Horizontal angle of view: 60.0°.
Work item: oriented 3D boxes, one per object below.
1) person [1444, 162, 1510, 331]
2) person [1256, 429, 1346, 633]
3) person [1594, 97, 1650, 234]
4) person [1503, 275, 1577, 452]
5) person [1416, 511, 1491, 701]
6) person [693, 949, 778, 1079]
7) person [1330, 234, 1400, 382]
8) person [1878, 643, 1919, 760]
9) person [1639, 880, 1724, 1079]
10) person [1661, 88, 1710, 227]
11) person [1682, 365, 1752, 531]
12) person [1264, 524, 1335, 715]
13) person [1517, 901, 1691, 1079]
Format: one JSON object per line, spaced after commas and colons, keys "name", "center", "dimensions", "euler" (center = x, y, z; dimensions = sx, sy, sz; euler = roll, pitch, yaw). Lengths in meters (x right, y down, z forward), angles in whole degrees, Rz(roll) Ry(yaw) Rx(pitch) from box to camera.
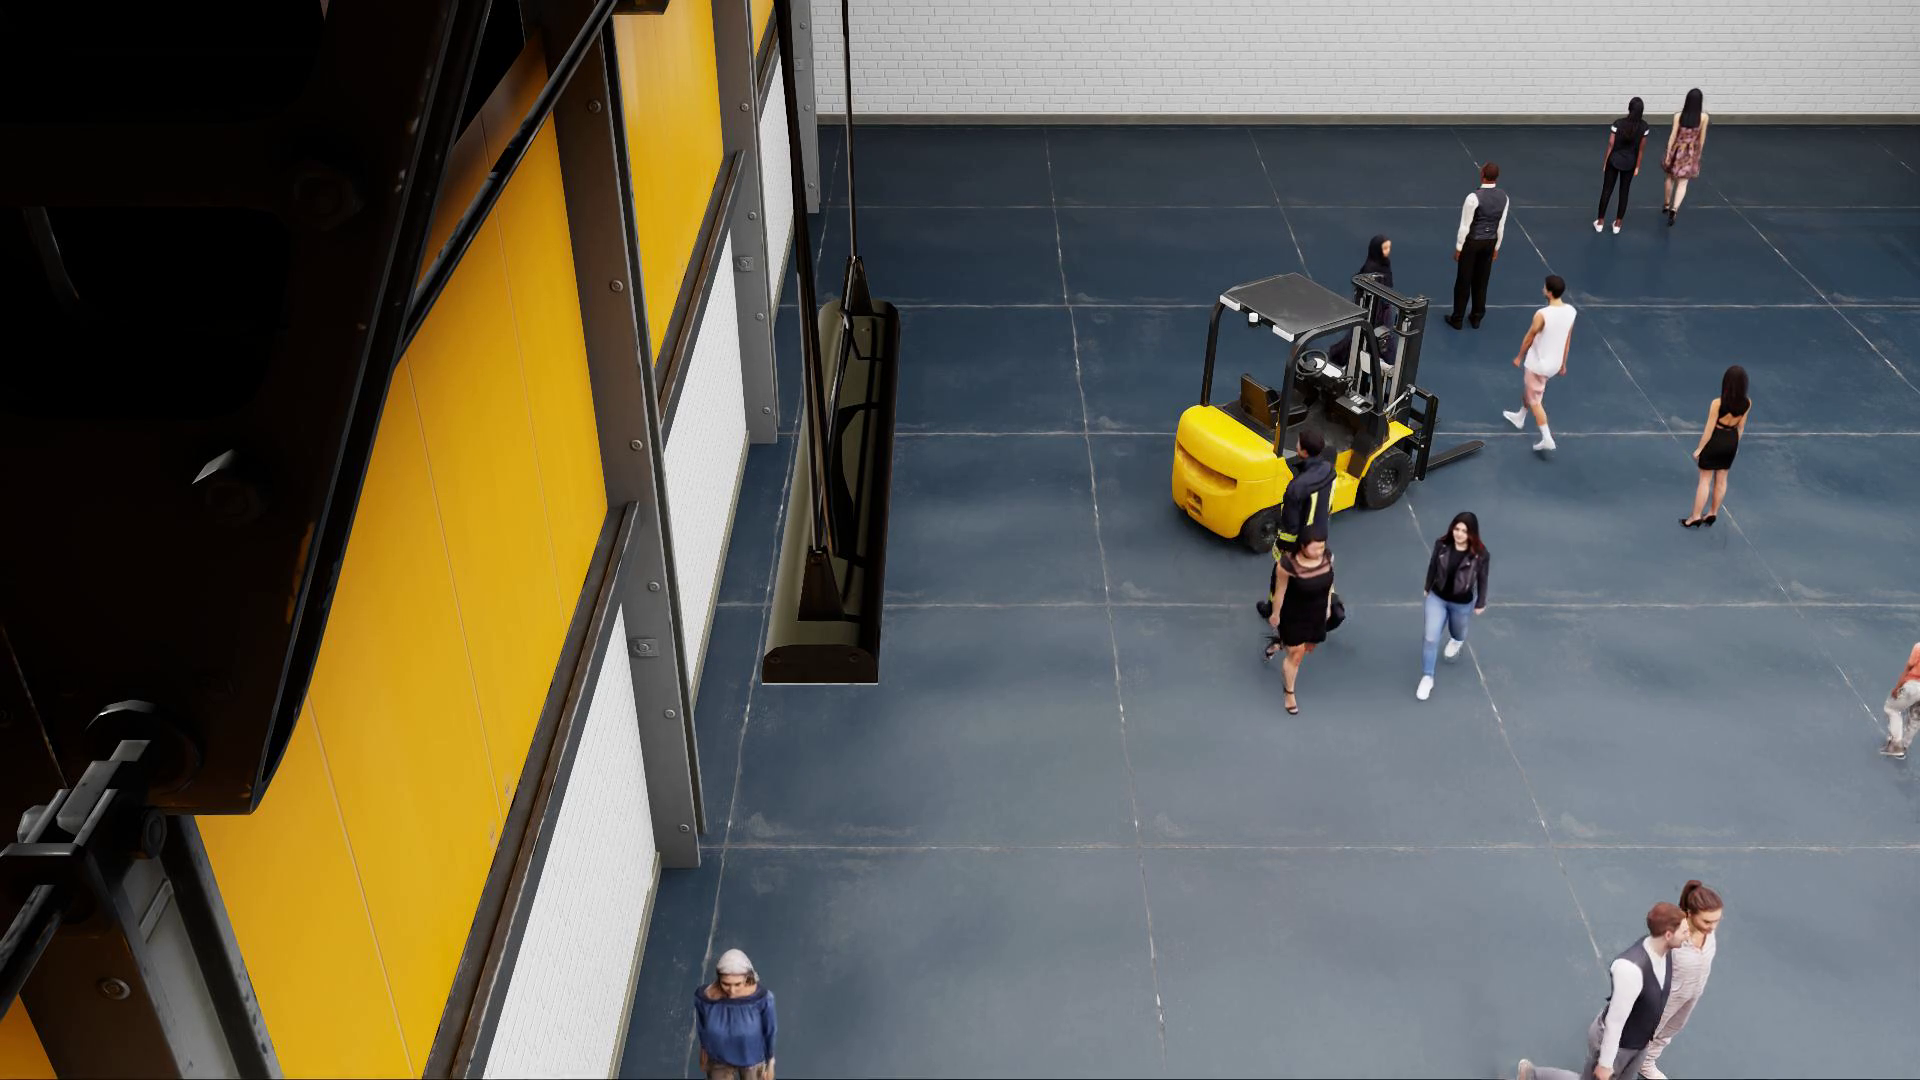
{"name": "person", "center": [5.801, -3.289, 18.614], "dimensions": [0.724, 1.916, 0.640], "euler": [-6, 34, -9]}
{"name": "person", "center": [2.899, -0.022, 13.707], "dimensions": [1.227, 1.908, 1.169], "euler": [28, 43, 35]}
{"name": "person", "center": [8.335, -4.728, 20.949], "dimensions": [0.632, 1.729, 0.600], "euler": [6, 34, 9]}
{"name": "person", "center": [5.776, -1.693, 16.369], "dimensions": [0.945, 1.743, 1.215], "euler": [-15, 36, -21]}
{"name": "person", "center": [3.939, 0.454, 13.267], "dimensions": [0.966, 1.602, 1.164], "euler": [17, 37, 24]}
{"name": "person", "center": [-1.261, 2.890, 9.521], "dimensions": [0.616, 1.690, 0.615], "euler": [1, 34, 1]}
{"name": "person", "center": [4.346, -2.503, 17.707], "dimensions": [1.015, 1.611, 1.141], "euler": [-23, 40, -30]}
{"name": "person", "center": [7.236, 1.138, 12.506], "dimensions": [0.508, 1.305, 0.585], "euler": [3, 34, 4]}
{"name": "person", "center": [4.195, 2.653, 9.878], "dimensions": [0.722, 1.691, 0.713], "euler": [-15, 36, -21]}
{"name": "person", "center": [9.149, -4.797, 21.038], "dimensions": [0.934, 1.744, 1.220], "euler": [14, 36, 20]}
{"name": "person", "center": [6.920, -0.829, 15.156], "dimensions": [0.585, 1.648, 0.530], "euler": [-5, 34, -7]}
{"name": "person", "center": [2.639, 0.547, 13.041], "dimensions": [0.832, 1.696, 0.984], "euler": [-12, 36, -18]}
{"name": "person", "center": [3.689, 2.780, 9.490], "dimensions": [1.066, 1.909, 1.176], "euler": [-20, 38, -27]}
